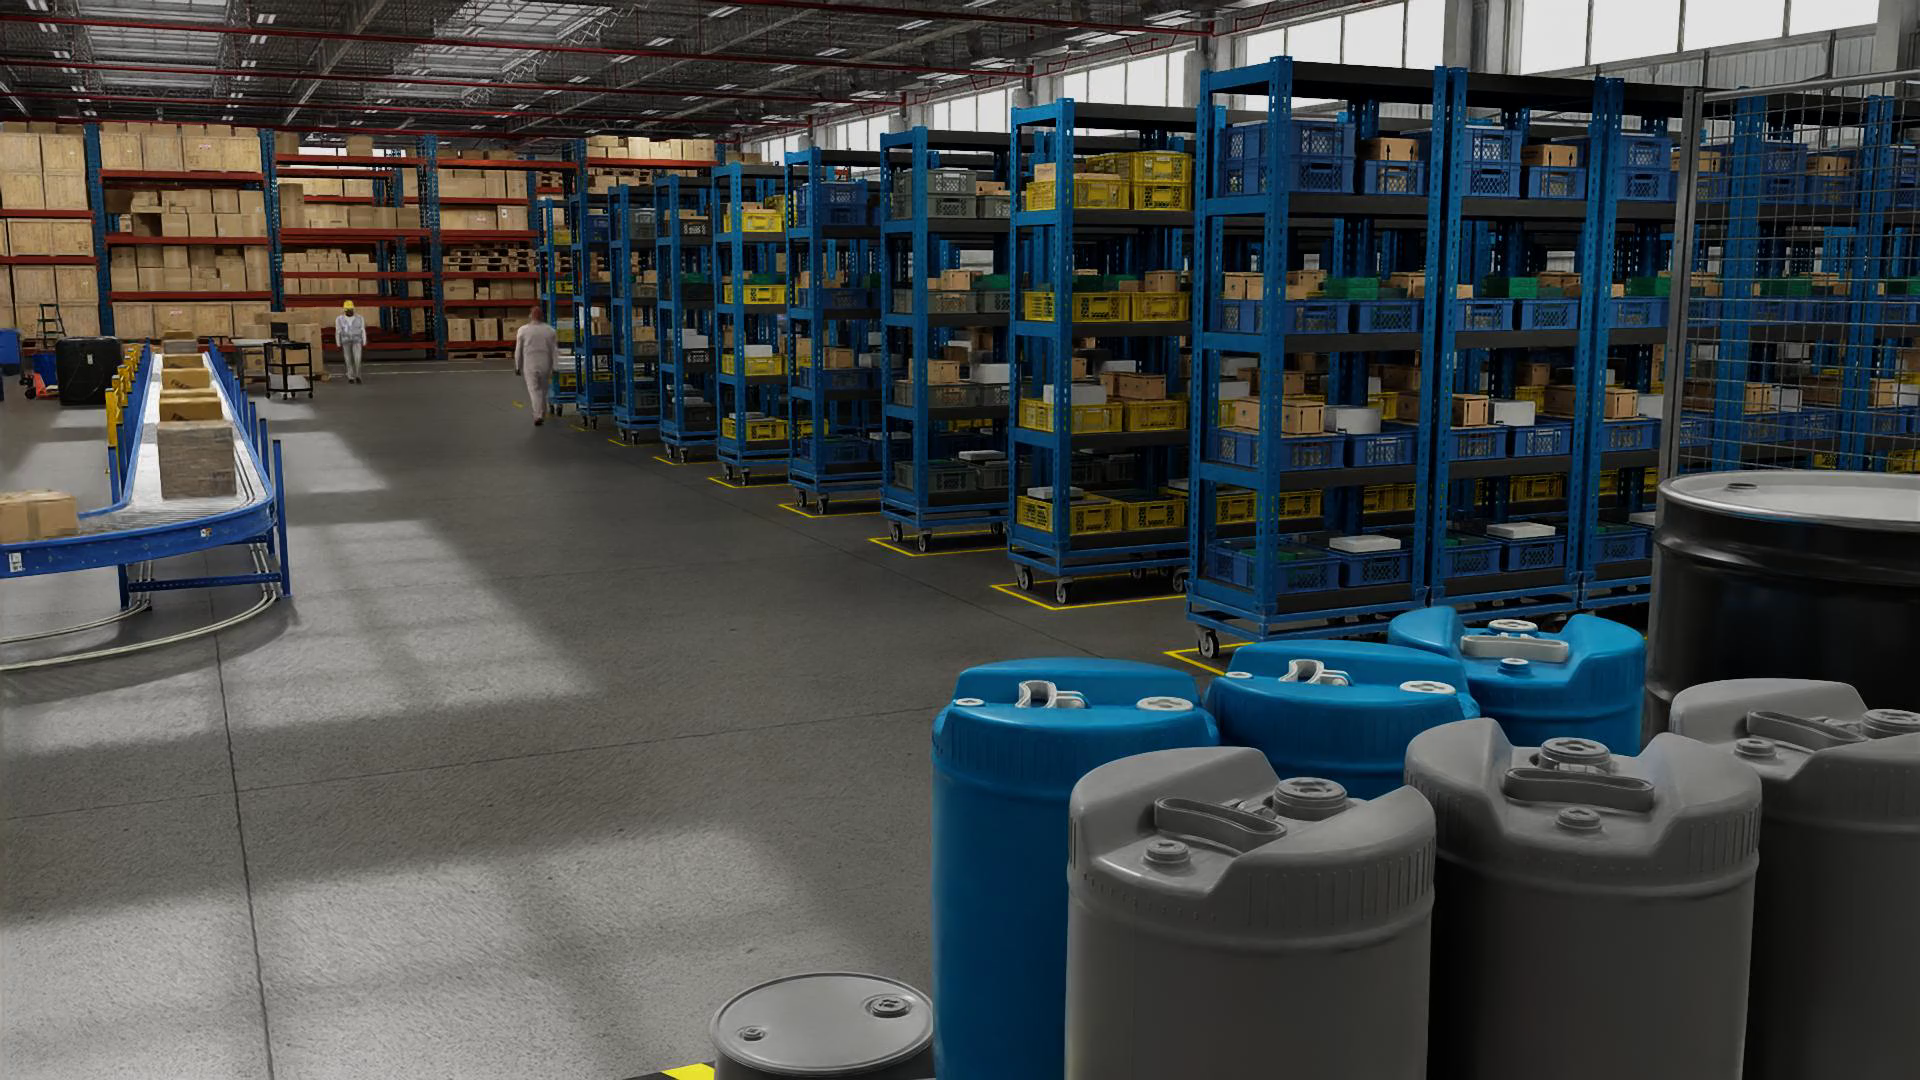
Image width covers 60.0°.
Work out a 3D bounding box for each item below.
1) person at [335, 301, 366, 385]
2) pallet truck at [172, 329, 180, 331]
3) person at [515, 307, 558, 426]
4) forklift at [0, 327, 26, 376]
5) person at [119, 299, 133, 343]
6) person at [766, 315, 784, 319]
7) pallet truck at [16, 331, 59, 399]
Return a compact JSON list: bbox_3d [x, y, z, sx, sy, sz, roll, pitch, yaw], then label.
[{"bbox_3d":[-13.054,-4.216,35.635,0.617,1.781,0.925,-3,10,-19],"label":"person"},{"bbox_3d":[-17.275,-3.851,35.096,1.601,1.201,0.680,0,9,1],"label":"pallet truck"},{"bbox_3d":[-6.676,-2.752,26.289,0.635,1.870,0.960,-5,10,-28],"label":"person"},{"bbox_3d":[-22.503,-5.126,37.887,1.873,2.768,1.129,-4,10,-25],"label":"forklift"},{"bbox_3d":[-22.766,-5.781,45.427,0.371,1.750,0.557,-3,10,-18],"label":"person"},{"bbox_3d":[-3.812,-3.899,33.610,0.567,1.795,0.964,-8,12,-41],"label":"person"},{"bbox_3d":[-17.082,-3.353,31.781,1.630,1.274,0.653,-4,10,-25],"label":"pallet truck"}]
